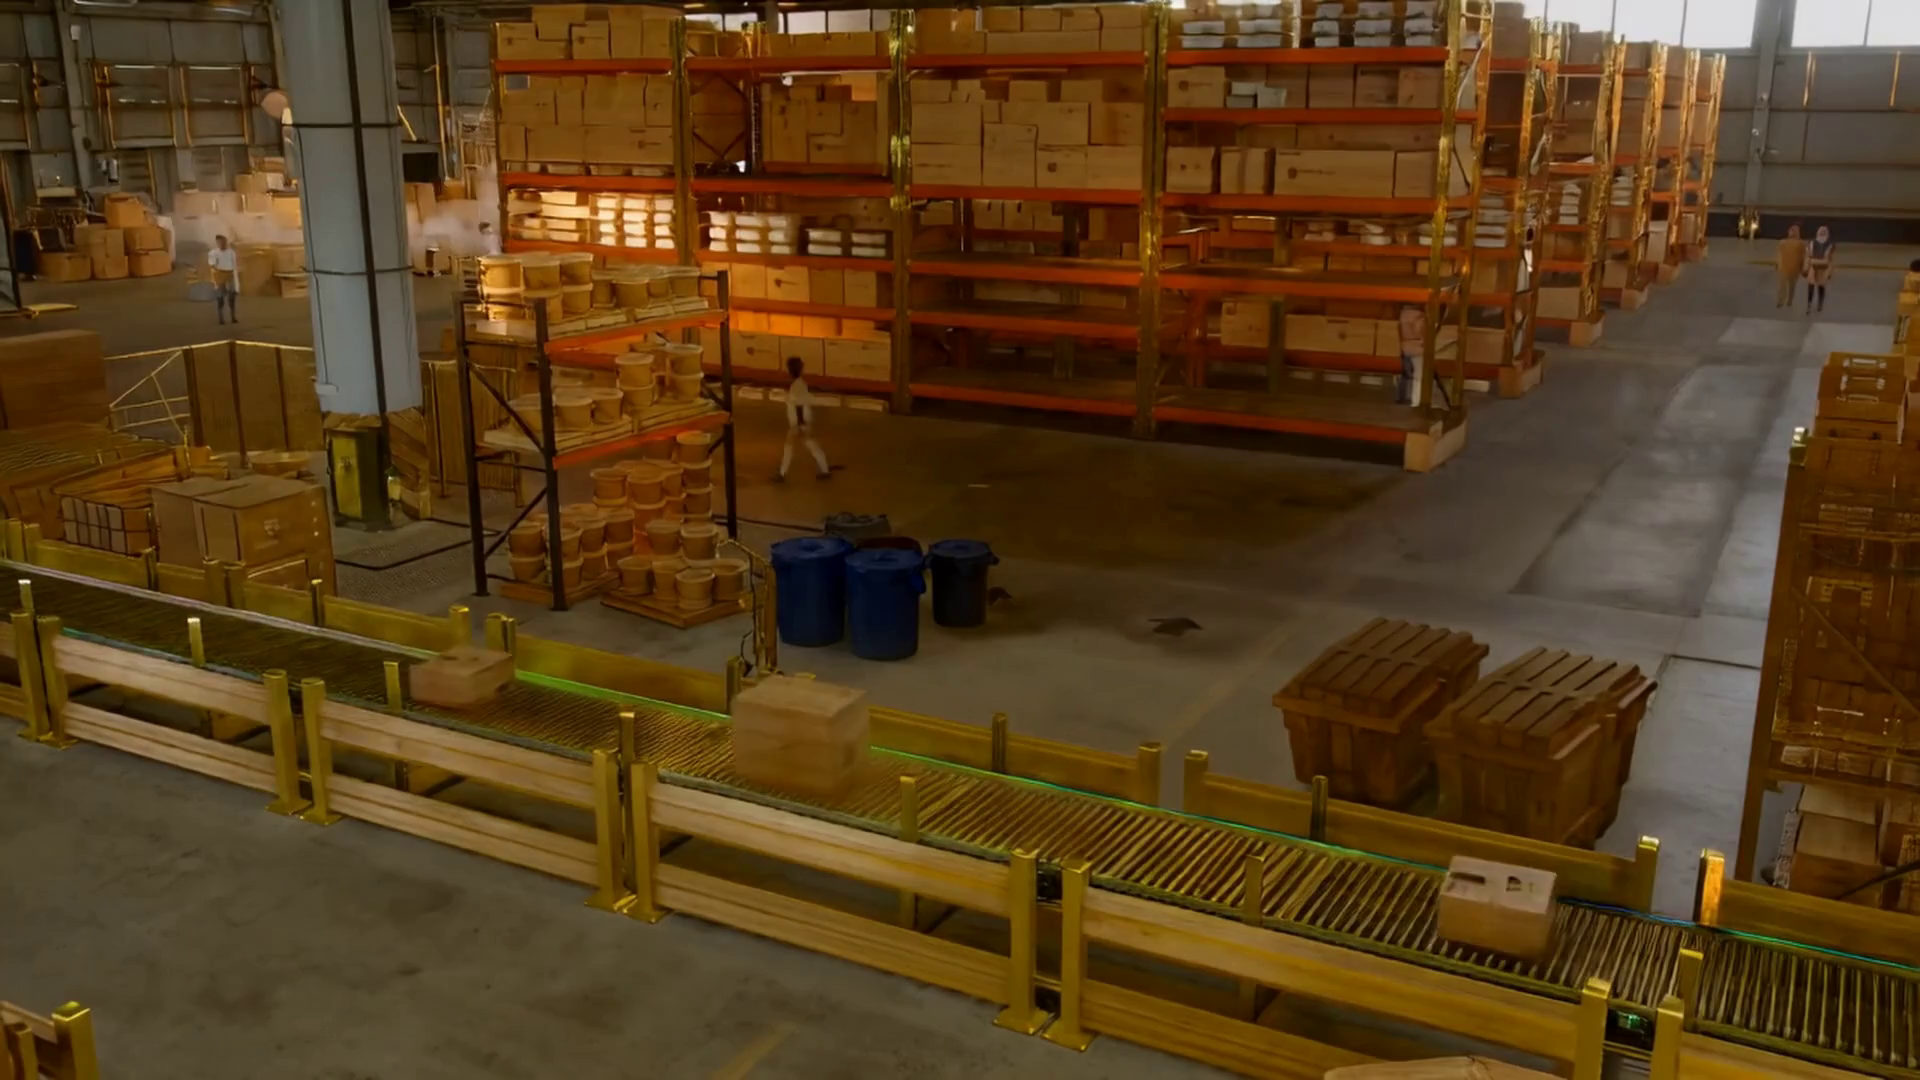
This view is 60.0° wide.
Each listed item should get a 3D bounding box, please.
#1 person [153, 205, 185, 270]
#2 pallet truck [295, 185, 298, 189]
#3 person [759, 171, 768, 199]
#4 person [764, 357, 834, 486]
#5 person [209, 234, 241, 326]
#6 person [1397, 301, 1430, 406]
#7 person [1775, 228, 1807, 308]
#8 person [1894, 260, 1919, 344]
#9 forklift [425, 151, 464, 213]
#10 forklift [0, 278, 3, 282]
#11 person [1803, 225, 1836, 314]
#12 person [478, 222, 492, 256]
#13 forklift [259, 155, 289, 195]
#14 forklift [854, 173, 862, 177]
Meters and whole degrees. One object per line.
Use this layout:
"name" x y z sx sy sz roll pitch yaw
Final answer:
"person" -22.653 -8.620 47.490 0.923 1.837 0.600 8 17 28
"pallet truck" -26.804 -14.617 69.738 1.885 1.965 0.823 -14 20 -42
"person" -8.060 -14.013 67.588 0.630 1.937 0.373 1 15 2
"person" -2.021 -1.503 21.098 0.875 1.655 0.540 0 15 2
"person" -15.916 -5.637 36.040 0.361 1.963 0.613 13 19 39
"person" 7.158 -2.948 26.196 0.429 1.835 0.623 -10 18 -33
"person" 19.562 -6.422 39.179 0.654 1.869 0.941 9 18 31
"person" 19.019 -4.766 33.302 0.321 1.691 0.535 -2 15 -8
"forklift" -20.276 -13.633 64.351 1.873 2.768 1.129 1 15 2
"forklift" -26.395 -8.043 43.338 1.129 2.768 1.873 8 17 28
"person" 19.625 -6.189 38.013 0.612 2.025 0.709 11 19 36
"person" -11.827 -6.921 41.121 0.913 1.830 0.554 -13 20 -41
"forklift" -24.419 -12.329 59.450 1.129 2.768 1.873 -6 16 -23
"forklift" -3.668 -11.581 56.638 1.873 2.768 1.129 -11 18 -35
